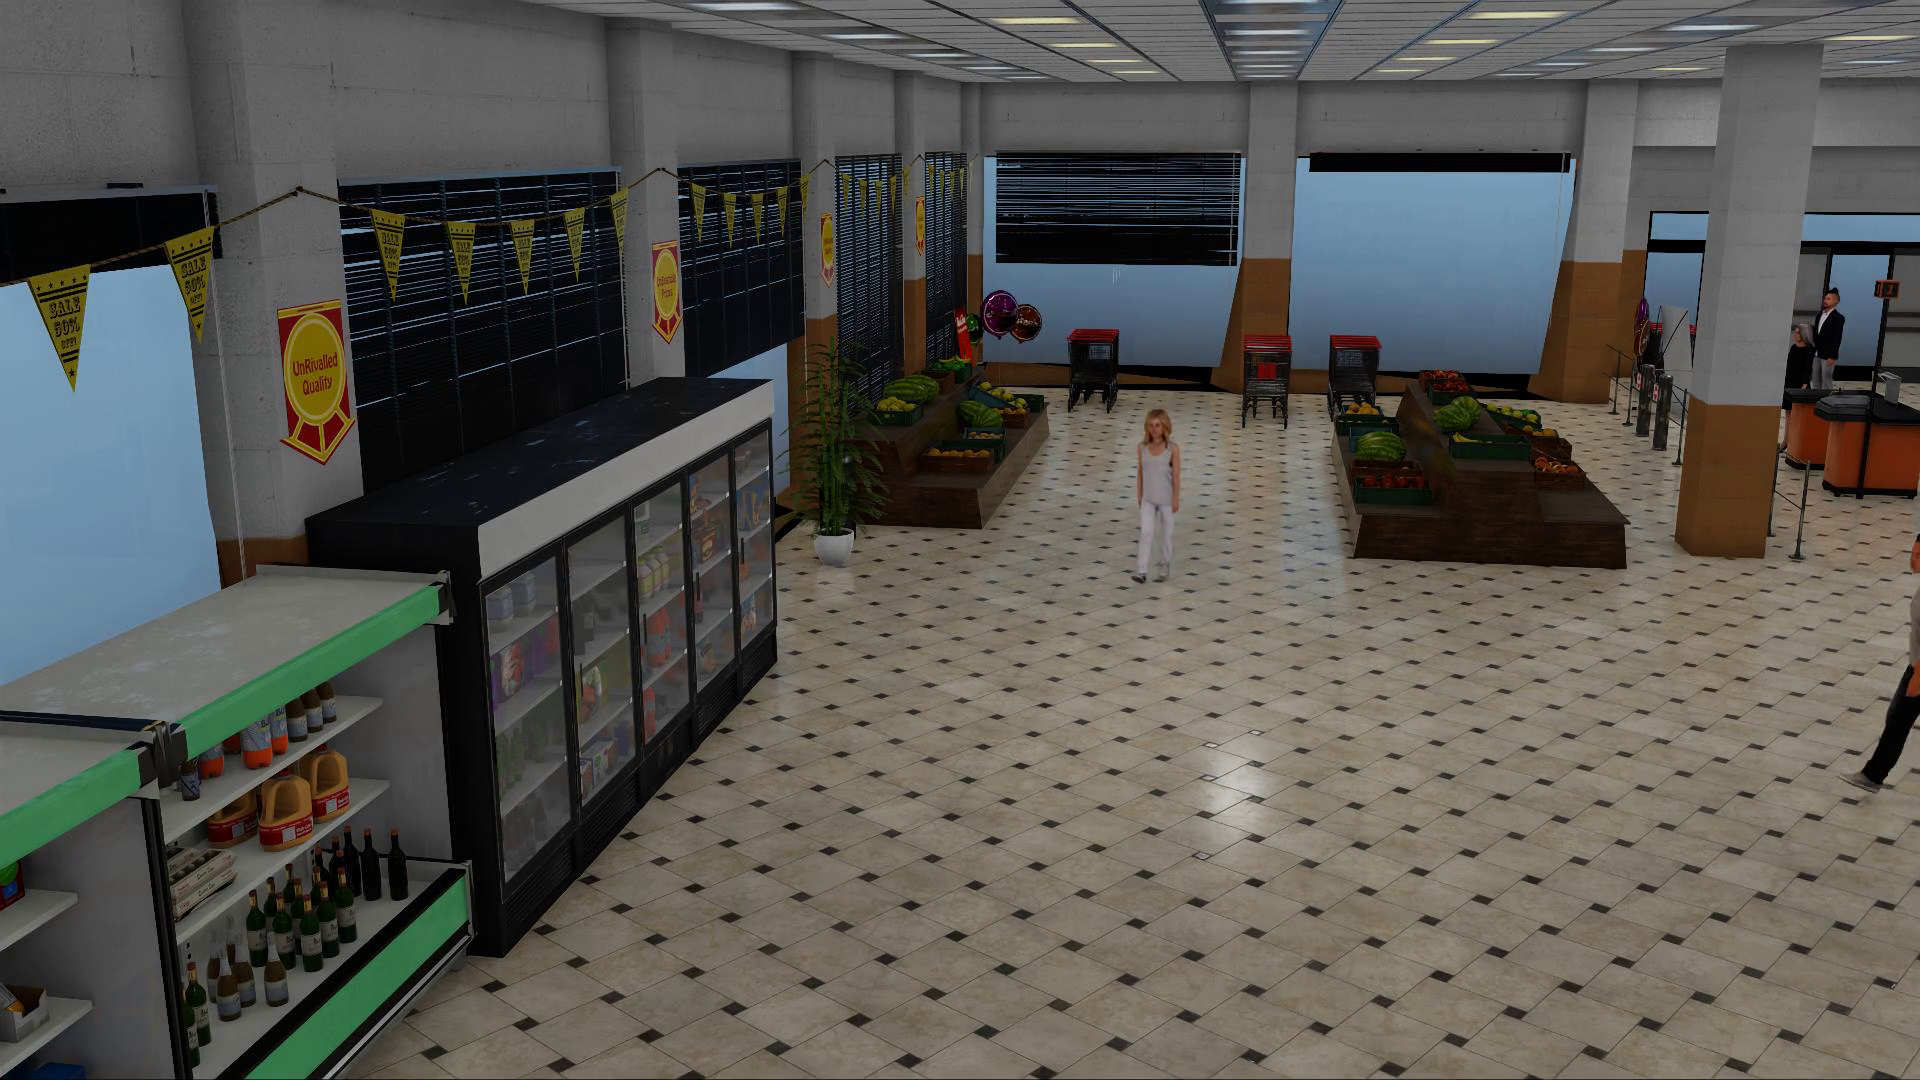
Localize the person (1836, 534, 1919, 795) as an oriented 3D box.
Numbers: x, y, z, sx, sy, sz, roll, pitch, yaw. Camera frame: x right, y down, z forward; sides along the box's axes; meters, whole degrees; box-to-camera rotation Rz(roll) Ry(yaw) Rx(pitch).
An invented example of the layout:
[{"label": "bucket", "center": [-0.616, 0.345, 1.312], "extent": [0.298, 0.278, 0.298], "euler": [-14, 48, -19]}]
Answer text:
[{"label": "person", "center": [6.174, 0.837, 10.348], "extent": [0.826, 1.769, 1.067], "euler": [6, 15, 22]}]

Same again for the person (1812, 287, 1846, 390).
[{"label": "person", "center": [13.091, -2.846, 25.147], "extent": [0.845, 1.950, 0.690], "euler": [-3, 14, -13]}]

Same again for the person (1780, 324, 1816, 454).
[{"label": "person", "center": [11.108, -2.005, 22.110], "extent": [0.749, 1.746, 0.632], "euler": [-3, 14, -13]}]

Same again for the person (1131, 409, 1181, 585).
[{"label": "person", "center": [1.924, -0.411, 15.789], "extent": [0.747, 1.629, 1.072], "euler": [5, 15, 20]}]
